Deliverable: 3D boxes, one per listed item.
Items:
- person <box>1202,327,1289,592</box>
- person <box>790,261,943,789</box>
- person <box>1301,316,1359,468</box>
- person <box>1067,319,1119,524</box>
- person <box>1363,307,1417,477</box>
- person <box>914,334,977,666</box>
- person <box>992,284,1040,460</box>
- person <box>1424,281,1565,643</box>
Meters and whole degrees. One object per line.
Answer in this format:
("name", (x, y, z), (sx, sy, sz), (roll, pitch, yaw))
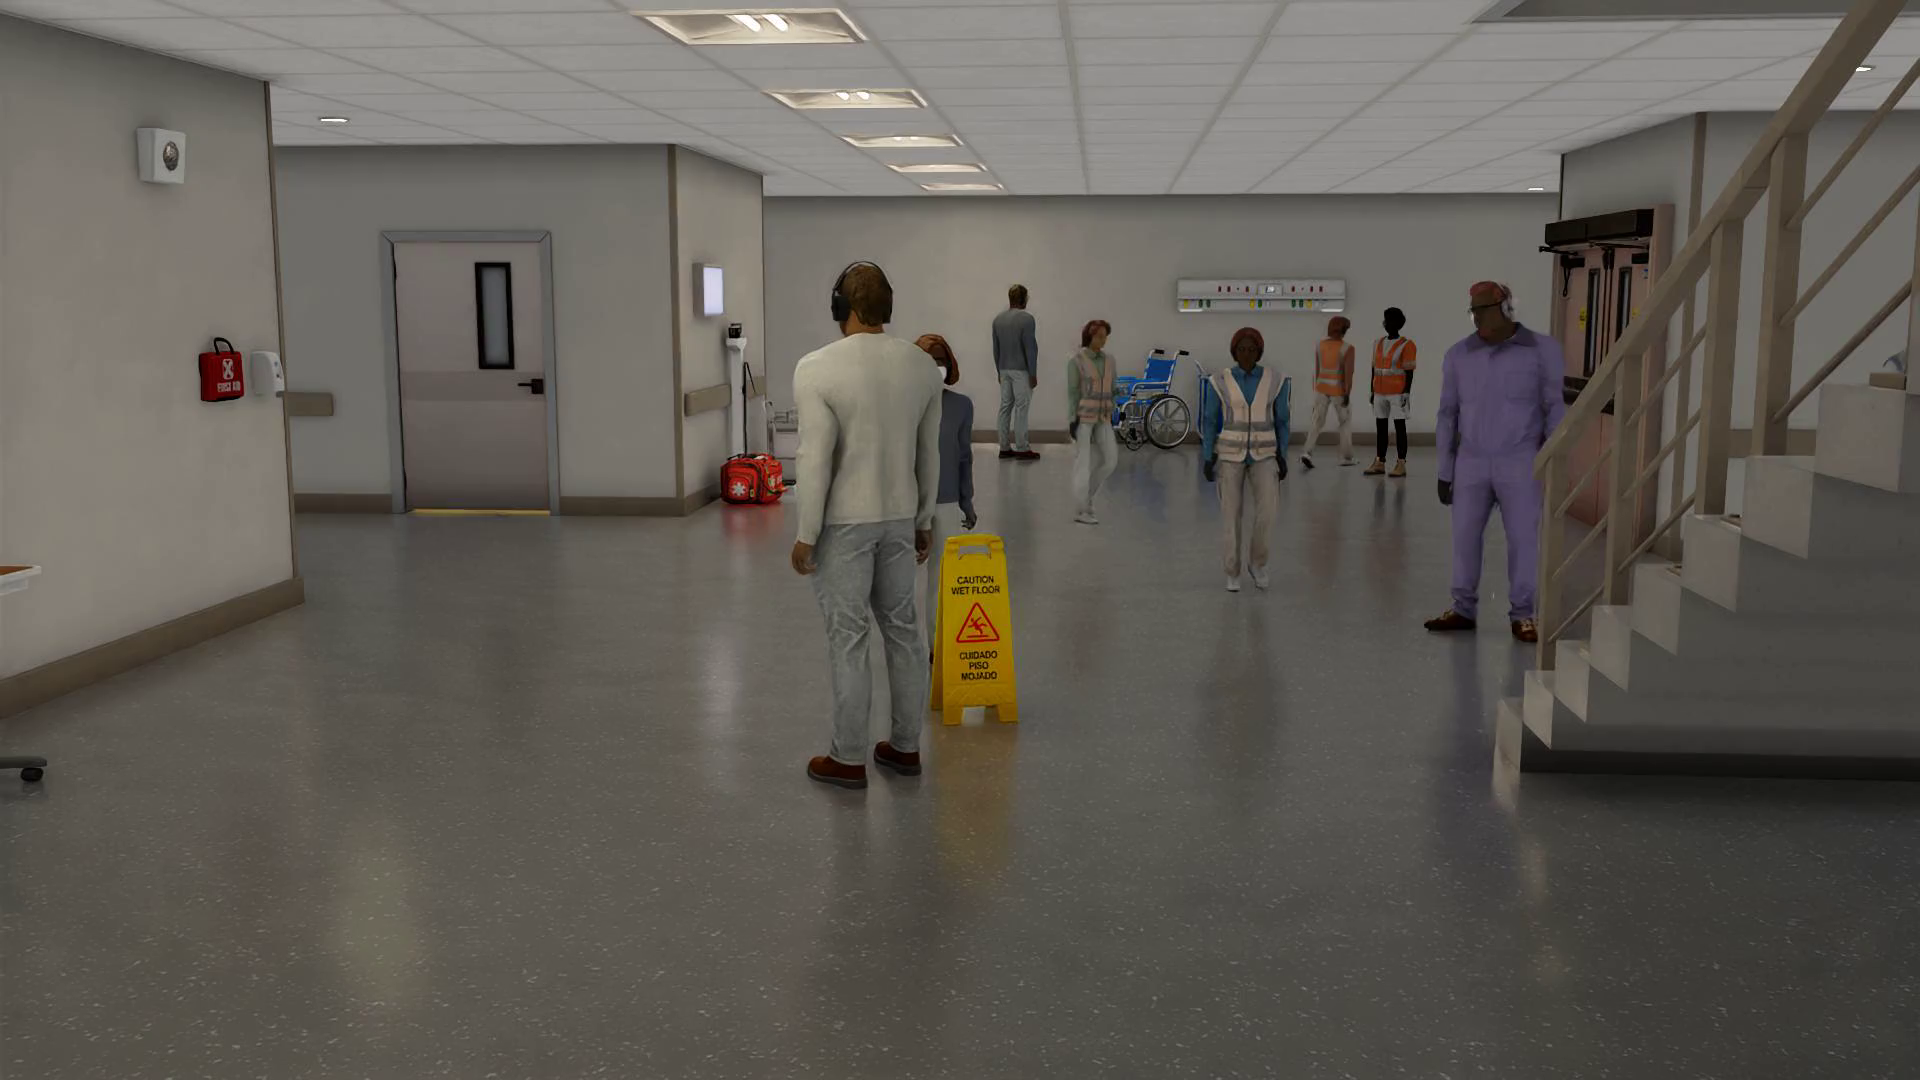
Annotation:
("person", (1.735, -0.480, 10.130), (0.538, 1.622, 0.396), (1, 8, 4))
("person", (-0.350, -0.053, 6.164), (0.636, 1.938, 0.358), (-7, 11, -38))
("person", (3.903, -1.559, 17.527), (0.515, 1.605, 0.825), (8, 12, 44))
("person", (1.036, -0.937, 13.247), (0.528, 1.630, 0.396), (-6, 10, -34))
("person", (4.321, -1.480, 16.682), (0.318, 1.700, 0.536), (-6, 10, -36))
("person", (-0.145, -0.160, 7.923), (0.500, 1.634, 0.286), (-5, 10, -30))
("person", (0.625, -1.851, 18.394), (0.372, 1.940, 0.630), (-8, 11, -43))
("person", (2.831, -0.407, 8.781), (0.696, 1.884, 0.393), (6, 10, 33))
